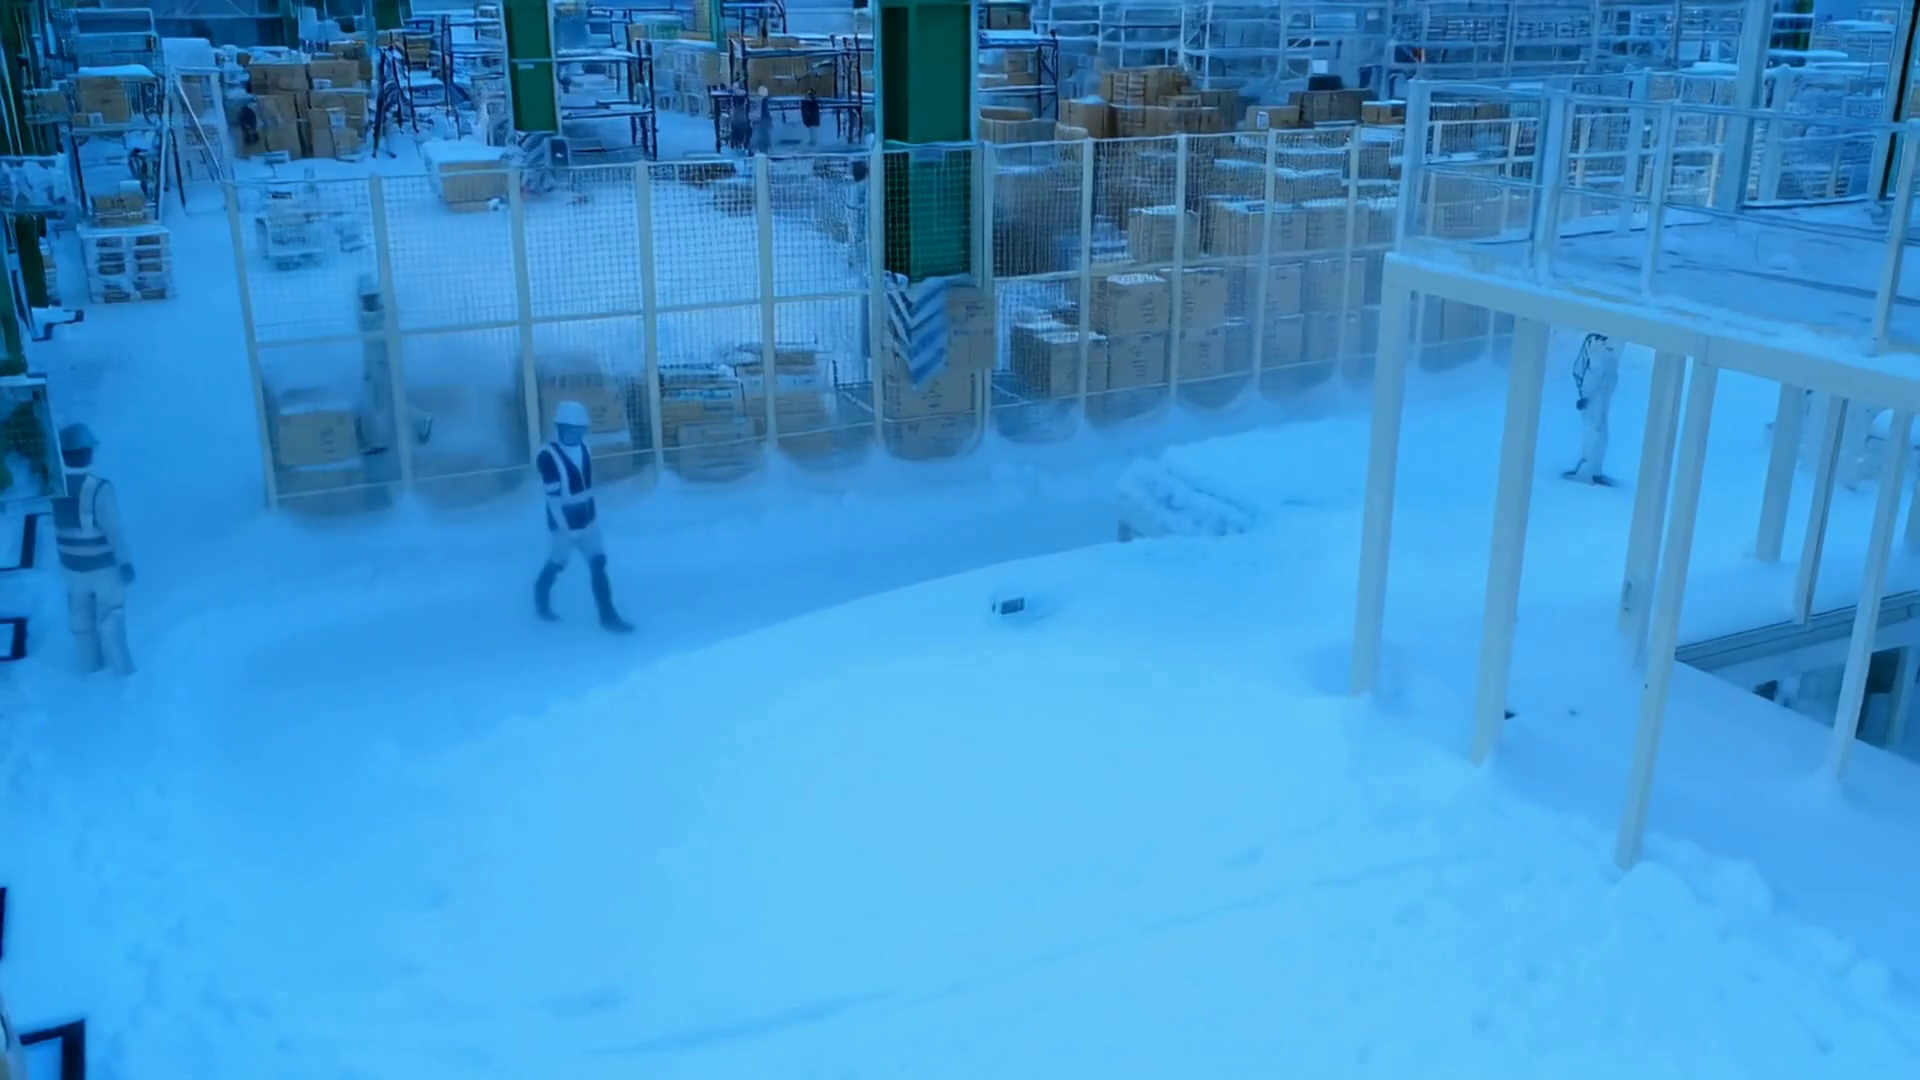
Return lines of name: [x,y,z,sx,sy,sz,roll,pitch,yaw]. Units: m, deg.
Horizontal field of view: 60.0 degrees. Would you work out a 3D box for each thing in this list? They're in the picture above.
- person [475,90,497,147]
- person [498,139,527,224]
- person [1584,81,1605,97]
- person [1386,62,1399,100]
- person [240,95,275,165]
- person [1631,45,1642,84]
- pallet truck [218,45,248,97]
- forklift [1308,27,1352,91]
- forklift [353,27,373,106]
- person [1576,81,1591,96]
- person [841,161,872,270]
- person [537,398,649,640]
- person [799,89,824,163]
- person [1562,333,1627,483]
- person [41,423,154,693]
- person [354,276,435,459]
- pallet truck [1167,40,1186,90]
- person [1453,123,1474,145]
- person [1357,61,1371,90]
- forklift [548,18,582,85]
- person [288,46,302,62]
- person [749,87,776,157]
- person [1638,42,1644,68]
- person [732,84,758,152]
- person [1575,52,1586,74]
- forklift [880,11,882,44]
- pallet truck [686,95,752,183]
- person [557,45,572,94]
person: [-12.682,-11.121,44.521,0.516,1.820,0.882,-4,19,-12]
person: [-8.951,-7.199,33.346,0.557,1.676,0.549,-2,19,-5]
person: [18.165,-12.346,47.727,0.749,2.000,1.067,-6,20,-16]
person: [14.699,-15.254,56.454,0.510,1.848,0.532,0,19,1]
person: [-17.917,-10.307,42.088,0.999,1.855,0.555,-7,20,-21]
person: [28.253,-19.859,69.839,0.639,1.821,0.596,6,20,17]
pallet truck: [-28.879,-18.665,66.111,0.823,1.965,1.885,-3,19,-9]
forklift: [13.905,-17.459,61.282,1.873,2.768,1.129,-9,21,-25]
forklift: [-21.847,-17.438,61.219,1.873,2.768,1.129,-16,25,-39]
person: [17.541,-12.088,47.135,0.553,1.935,0.364,13,23,33]
person: [-1.704,-5.500,28.193,0.620,1.837,0.429,-6,20,-16]
person: [-2.895,-0.139,12.575,0.951,1.888,0.545,12,22,31]
person: [-3.864,-10.805,43.493,1.025,1.880,0.657,12,22,31]
person: [6.320,-1.490,16.557,0.429,1.842,0.633,17,25,40]
person: [-6.111,0.128,11.720,0.599,1.943,0.405,7,20,20]
person: [-5.979,-1.832,17.447,0.588,1.908,0.753,14,24,35]
pallet truck: [9.045,-19.971,69.895,0.823,1.965,1.885,-3,19,-8]
person: [10.871,-8.199,36.119,0.526,1.768,0.331,-7,20,-20]
person: [14.821,-16.635,60.711,0.695,1.670,0.547,-11,22,-28]
forklift: [-17.492,-21.050,71.690,1.873,2.768,1.129,-12,22,-31]
person: [-27.177,-19.272,68.132,0.994,1.822,0.599,11,22,30]
person: [-5.345,-11.229,44.799,0.910,1.865,0.714,-9,21,-25]
person: [31.453,-22.203,76.967,0.341,1.596,0.657,12,22,31]
person: [-5.942,-11.439,45.320,0.776,1.896,0.597,2,19,5]
person: [24.693,-18.512,66.118,0.539,1.696,0.319,13,23,33]
forklift: [-3.821,-25.240,83.835,1.873,2.768,1.129,2,19,5]
pallet truck: [-5.836,-9.608,39.856,0.823,1.965,1.885,10,22,27]
person: [-16.086,-19.122,67.616,0.561,1.886,1.014,-10,21,-27]
